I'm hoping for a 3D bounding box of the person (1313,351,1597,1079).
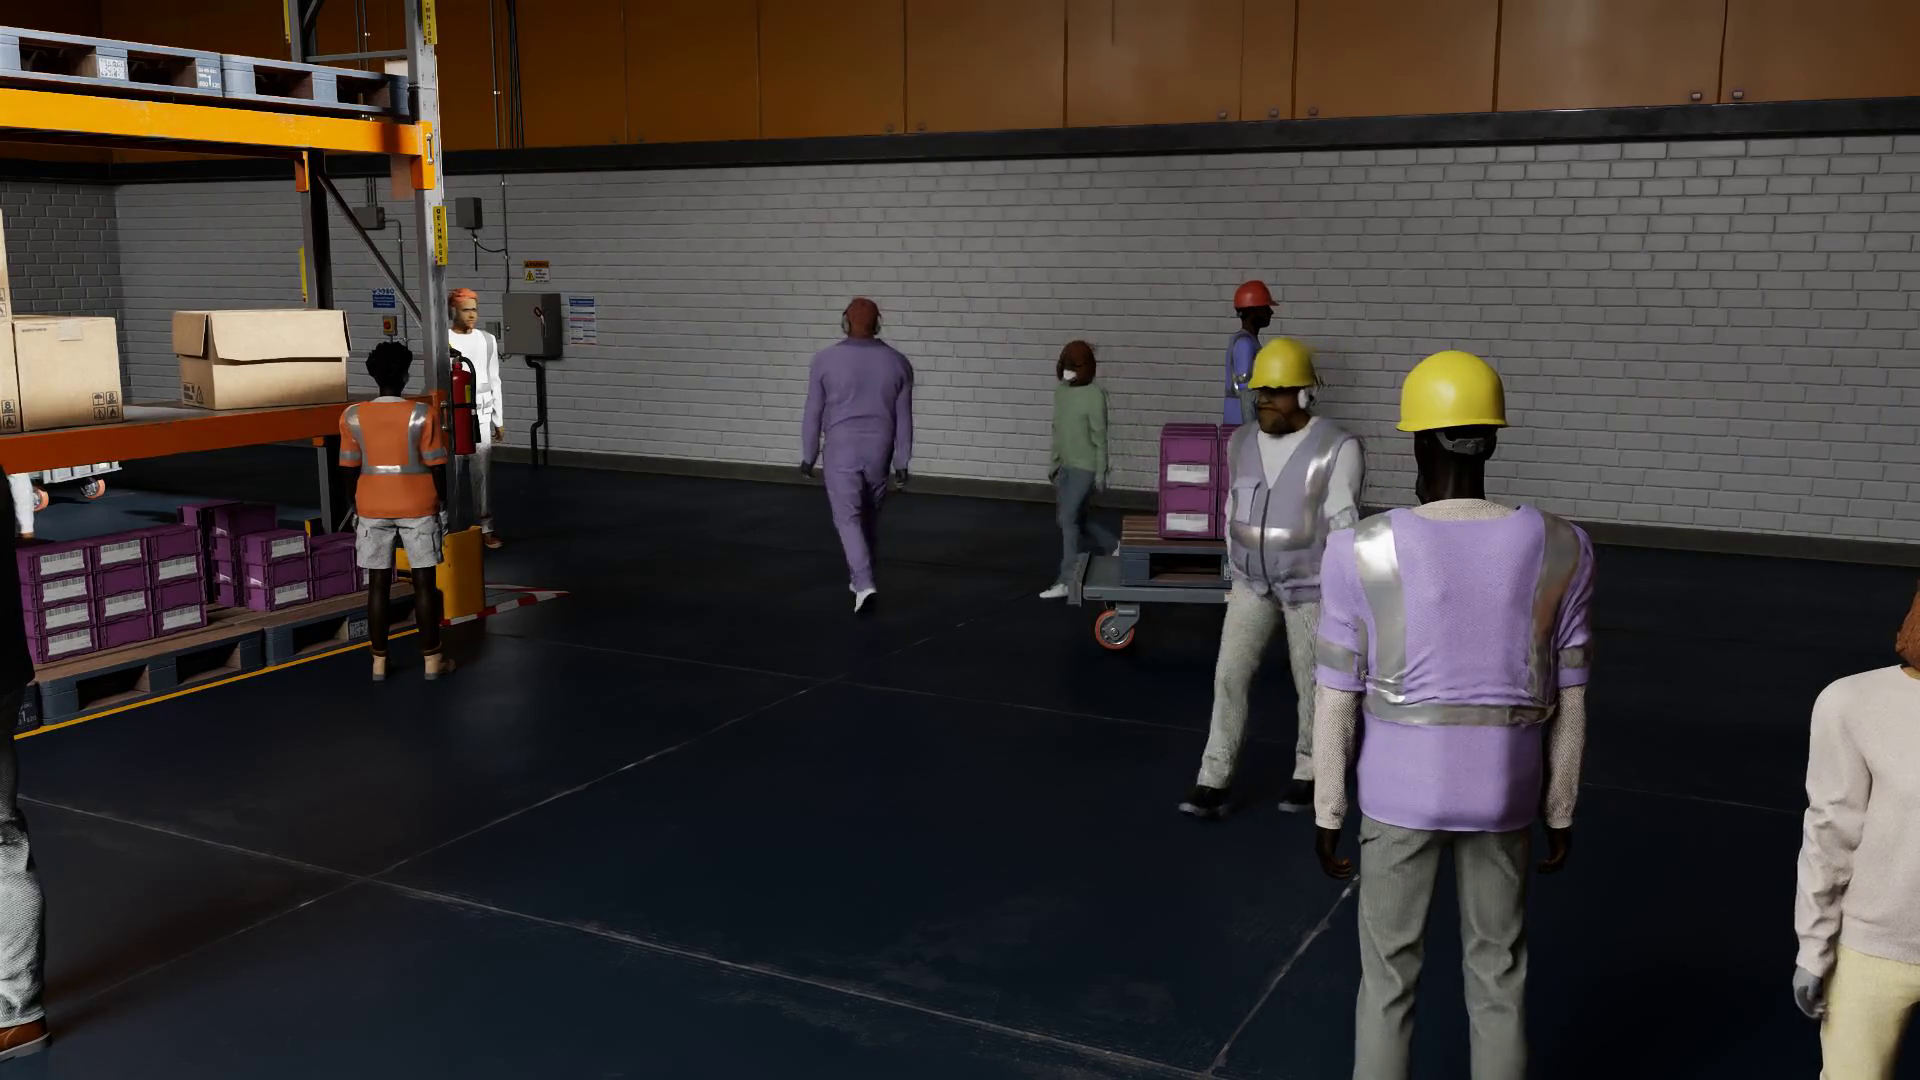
[{"bbox_3d":[1.062,0.550,3.662,0.592,1.919,0.398,1,10,4],"label":"person"}]

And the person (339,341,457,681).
[{"bbox_3d":[-2.787,-0.128,8.268,0.532,1.677,0.319,0,10,-1],"label":"person"}]

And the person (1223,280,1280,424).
[{"bbox_3d":[1.957,-0.772,11.233,0.353,1.942,0.545,1,10,5],"label":"person"}]

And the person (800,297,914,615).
[{"bbox_3d":[-0.593,-0.509,9.931,0.640,1.874,0.946,-4,10,-21],"label":"person"}]

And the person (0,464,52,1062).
[{"bbox_3d":[-2.635,0.416,4.362,0.372,1.940,0.631,-6,12,-32],"label":"person"}]

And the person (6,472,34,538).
[{"bbox_3d":[-6.984,-0.897,11.965,0.352,1.937,0.635,9,13,42],"label":"person"}]

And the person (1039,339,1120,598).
[{"bbox_3d":[0.786,-0.445,10.293,0.608,1.605,0.516,-5,11,-26],"label":"person"}]

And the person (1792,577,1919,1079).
[{"bbox_3d":[1.821,0.792,3.102,0.493,1.625,0.281,4,10,20],"label":"person"}]

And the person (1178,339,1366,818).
[{"bbox_3d":[1.152,0.175,6.150,0.601,1.805,0.796,7,12,36],"label":"person"}]

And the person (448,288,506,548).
[{"bbox_3d":[-3.526,-0.852,11.880,0.350,1.879,0.578,9,13,42],"label":"person"}]
